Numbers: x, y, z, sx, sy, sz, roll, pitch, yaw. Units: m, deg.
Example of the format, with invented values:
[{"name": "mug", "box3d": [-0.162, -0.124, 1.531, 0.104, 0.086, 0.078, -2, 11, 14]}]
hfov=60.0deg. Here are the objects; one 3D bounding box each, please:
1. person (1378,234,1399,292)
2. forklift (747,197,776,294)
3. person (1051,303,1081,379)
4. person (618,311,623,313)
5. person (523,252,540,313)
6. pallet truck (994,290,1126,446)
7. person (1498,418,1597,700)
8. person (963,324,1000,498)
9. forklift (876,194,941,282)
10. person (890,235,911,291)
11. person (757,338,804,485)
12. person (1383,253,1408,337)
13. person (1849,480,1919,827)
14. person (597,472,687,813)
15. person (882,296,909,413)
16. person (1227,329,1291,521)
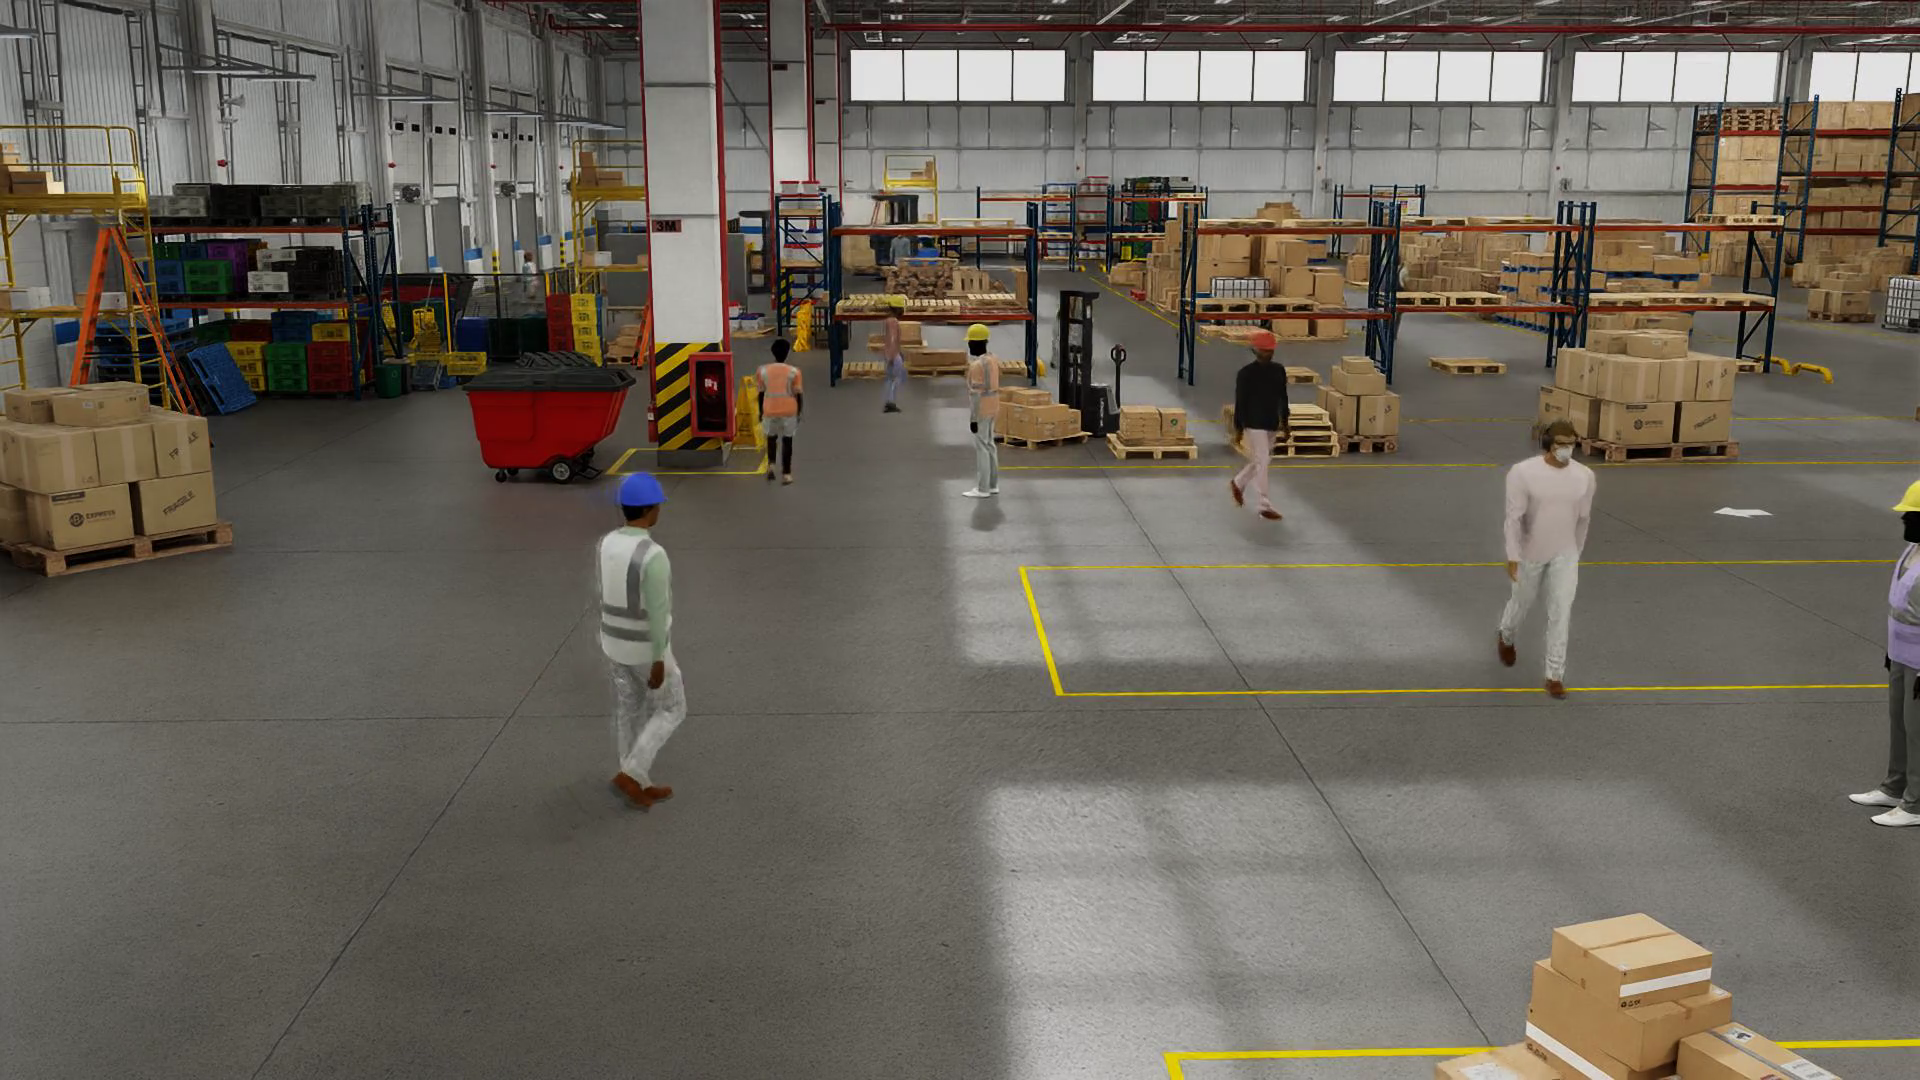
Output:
[{"name": "person", "box3d": [11.978, -7.673, 46.595, 0.616, 1.898, 0.500, 1, 13, 3]}, {"name": "forklift", "box3d": [-5.349, -8.612, 48.604, 1.873, 2.768, 1.129, 0, 12, -2]}, {"name": "person", "box3d": [1.598, -2.654, 24.350, 0.485, 1.719, 0.790, 11, 17, 40]}, {"name": "person", "box3d": [-8.387, -6.625, 41.959, 0.593, 1.866, 0.765, 3, 13, 13]}, {"name": "person", "box3d": [-10.466, -6.200, 40.560, 0.345, 1.628, 0.579, 4, 13, 18]}, {"name": "pallet truck", "box3d": [1.257, -2.299, 22.111, 1.885, 1.965, 0.823, -9, 15, -35]}, {"name": "person", "box3d": [4.071, 0.075, 11.614, 0.624, 1.914, 0.922, 1, 13, 4]}, {"name": "person", "box3d": [0.232, -1.418, 18.325, 0.389, 1.922, 0.589, 5, 13, 20]}, {"name": "forklift", "box3d": [-1.654, -9.747, 53.729, 1.873, 2.768, 1.129, -7, 14, -28]}, {"name": "person", "box3d": [-1.774, -8.497, 50.335, 0.635, 1.911, 0.967, 6, 14, 26]}, {"name": "person", "box3d": [-2.046, -1.467, 19.067, 0.549, 1.680, 0.370, 1, 13, 5]}, {"name": "person", "box3d": [9.376, -5.260, 35.868, 0.521, 1.827, 0.746, 4, 13, 17]}, {"name": "person", "box3d": [5.219, 0.617, 9.106, 0.369, 1.927, 0.588, 2, 13, 10]}, {"name": "person", "box3d": [-1.782, 0.583, 9.239, 0.608, 1.935, 0.464, 12, 17, 43]}, {"name": "person", "box3d": [-0.969, -2.756, 24.756, 0.416, 1.747, 0.522, -3, 13, -12]}, {"name": "person", "box3d": [3.095, -1.229, 17.355, 0.604, 1.971, 0.888, -8, 15, -31]}]
